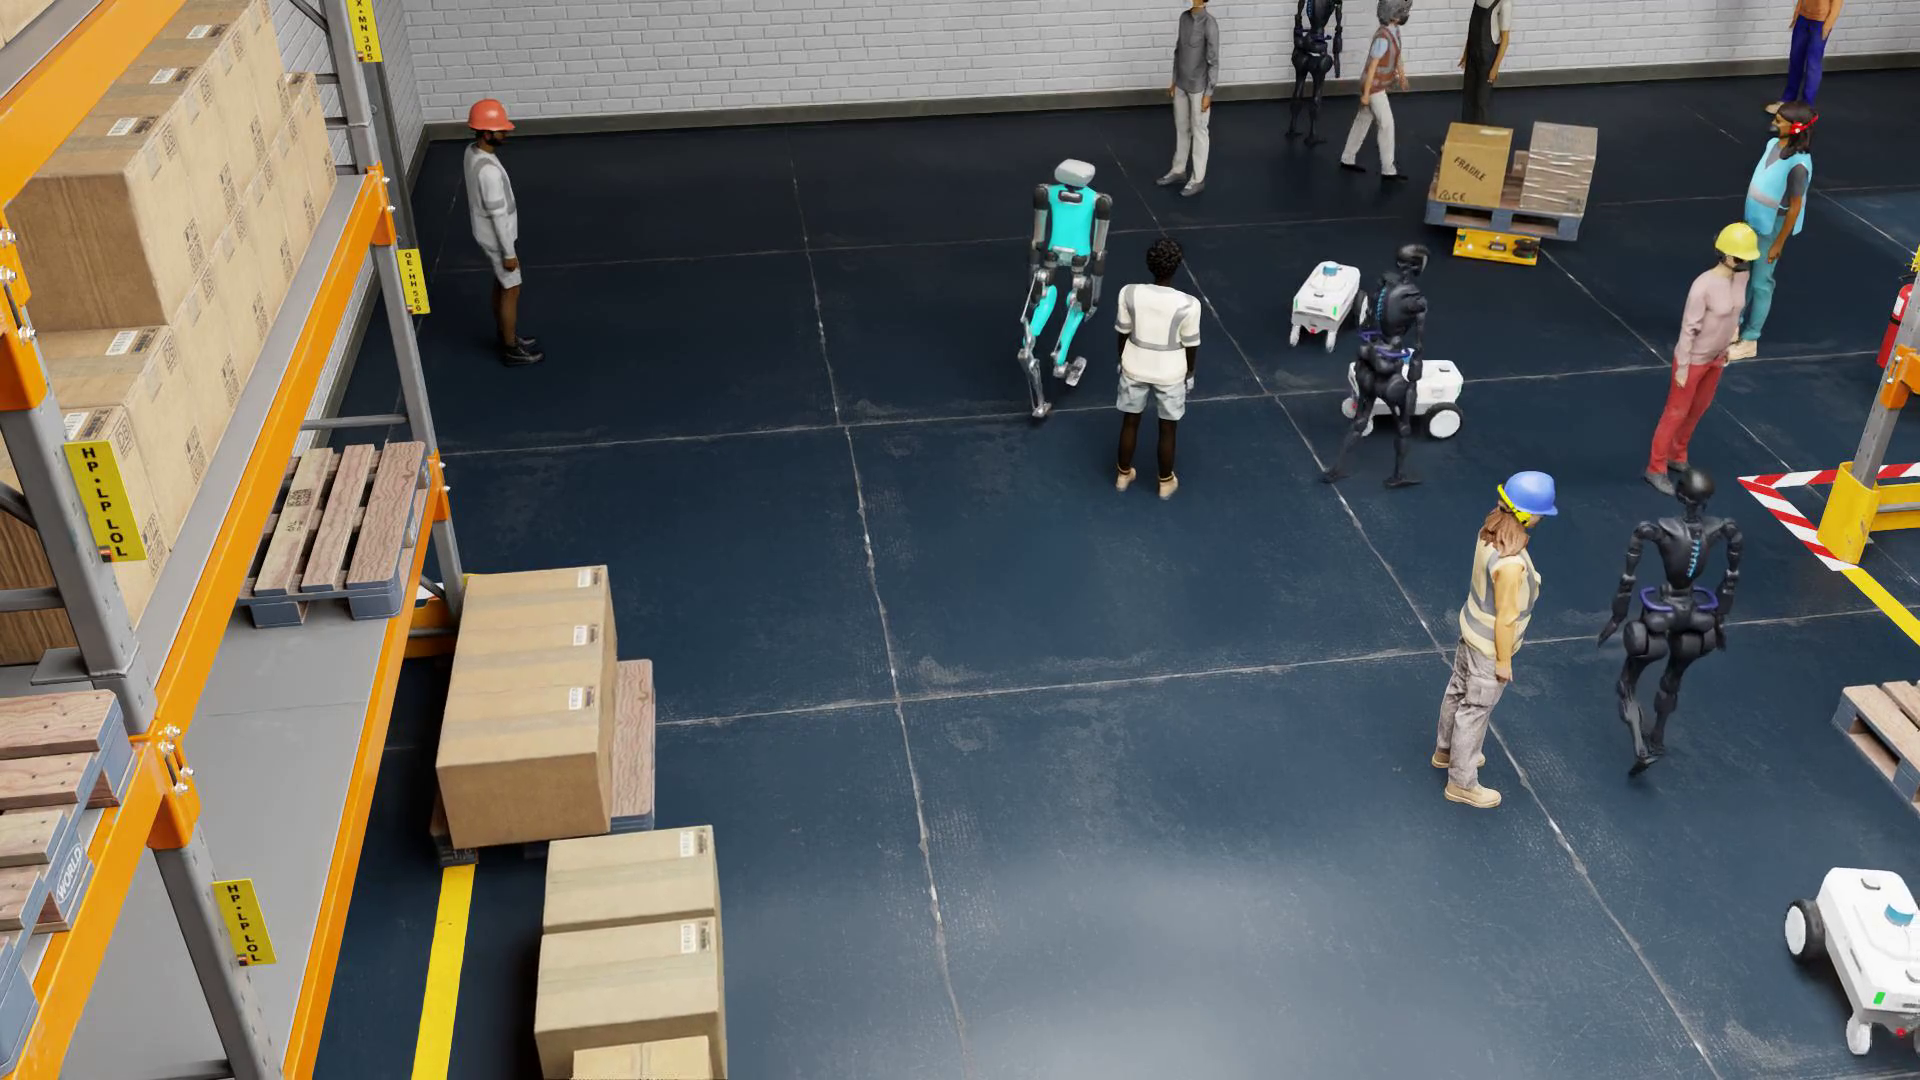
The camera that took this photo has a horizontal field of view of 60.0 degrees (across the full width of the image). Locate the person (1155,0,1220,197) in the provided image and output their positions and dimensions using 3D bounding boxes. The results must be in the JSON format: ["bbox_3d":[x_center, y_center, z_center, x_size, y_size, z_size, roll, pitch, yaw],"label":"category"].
[{"bbox_3d":[2.030,-3.942,14.403,0.399,1.899,0.530,-19,37,-26],"label":"person"}]

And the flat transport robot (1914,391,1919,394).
[{"bbox_3d":[7.369,-0.944,11.299,1.431,0.231,0.659,28,42,36],"label":"flat transport robot"}]

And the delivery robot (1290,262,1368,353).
[{"bbox_3d":[2.714,-1.767,12.314,0.499,0.612,0.809,15,36,21],"label":"delivery robot"}]

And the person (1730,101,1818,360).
[{"bbox_3d":[5.679,-2.173,11.721,0.397,1.866,0.528,-2,33,-3],"label":"person"}]

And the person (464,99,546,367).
[{"bbox_3d":[-3.192,-2.127,11.602,0.382,1.924,0.546,-15,36,-22],"label":"person"}]

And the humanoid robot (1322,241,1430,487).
[{"bbox_3d":[2.623,-1.074,10.240,0.608,1.645,0.612,-12,35,-17],"label":"humanoid robot"}]

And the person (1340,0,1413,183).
[{"bbox_3d":[3.794,-3.997,14.703,0.770,1.656,0.455,13,35,19],"label":"person"}]

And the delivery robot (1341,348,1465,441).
[{"bbox_3d":[2.983,-0.984,11.116,0.808,0.614,0.499,-2,33,-2],"label":"delivery robot"}]

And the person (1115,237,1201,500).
[{"bbox_3d":[1.190,-1.030,10.130,0.532,1.691,0.320,13,35,19],"label":"person"}]

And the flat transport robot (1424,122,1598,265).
[{"bbox_3d":[4.548,-2.685,13.966,0.659,0.231,1.431,11,35,16],"label":"flat transport robot"}]

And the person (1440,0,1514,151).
[{"bbox_3d":[4.732,-4.356,15.085,0.326,1.843,0.511,-10,35,-16],"label":"person"}]

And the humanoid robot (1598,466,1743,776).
[{"bbox_3d":[3.418,0.428,7.912,0.603,1.630,0.533,1,33,1],"label":"humanoid robot"}]

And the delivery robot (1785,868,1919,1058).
[{"bbox_3d":[3.842,1.718,6.935,0.499,0.570,0.753,3,33,5],"label":"delivery robot"}]

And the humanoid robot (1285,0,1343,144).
[{"bbox_3d":[3.315,-4.581,15.571,0.315,1.657,0.599,-22,39,-30],"label":"humanoid robot"}]

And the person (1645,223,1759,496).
[{"bbox_3d":[4.563,-1.113,10.193,0.541,1.765,0.326,-21,39,-29],"label":"person"}]

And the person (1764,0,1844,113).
[{"bbox_3d":[8.242,-5.054,16.044,0.398,1.974,0.516,-9,34,-13],"label":"person"}]

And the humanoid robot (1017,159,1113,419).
[{"bbox_3d":[0.646,-1.580,10.939,0.545,1.727,1.037,11,35,16],"label":"humanoid robot"}]

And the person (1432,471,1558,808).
[{"bbox_3d":[2.496,0.455,7.778,0.317,1.772,0.460,1,33,2],"label":"person"}]
